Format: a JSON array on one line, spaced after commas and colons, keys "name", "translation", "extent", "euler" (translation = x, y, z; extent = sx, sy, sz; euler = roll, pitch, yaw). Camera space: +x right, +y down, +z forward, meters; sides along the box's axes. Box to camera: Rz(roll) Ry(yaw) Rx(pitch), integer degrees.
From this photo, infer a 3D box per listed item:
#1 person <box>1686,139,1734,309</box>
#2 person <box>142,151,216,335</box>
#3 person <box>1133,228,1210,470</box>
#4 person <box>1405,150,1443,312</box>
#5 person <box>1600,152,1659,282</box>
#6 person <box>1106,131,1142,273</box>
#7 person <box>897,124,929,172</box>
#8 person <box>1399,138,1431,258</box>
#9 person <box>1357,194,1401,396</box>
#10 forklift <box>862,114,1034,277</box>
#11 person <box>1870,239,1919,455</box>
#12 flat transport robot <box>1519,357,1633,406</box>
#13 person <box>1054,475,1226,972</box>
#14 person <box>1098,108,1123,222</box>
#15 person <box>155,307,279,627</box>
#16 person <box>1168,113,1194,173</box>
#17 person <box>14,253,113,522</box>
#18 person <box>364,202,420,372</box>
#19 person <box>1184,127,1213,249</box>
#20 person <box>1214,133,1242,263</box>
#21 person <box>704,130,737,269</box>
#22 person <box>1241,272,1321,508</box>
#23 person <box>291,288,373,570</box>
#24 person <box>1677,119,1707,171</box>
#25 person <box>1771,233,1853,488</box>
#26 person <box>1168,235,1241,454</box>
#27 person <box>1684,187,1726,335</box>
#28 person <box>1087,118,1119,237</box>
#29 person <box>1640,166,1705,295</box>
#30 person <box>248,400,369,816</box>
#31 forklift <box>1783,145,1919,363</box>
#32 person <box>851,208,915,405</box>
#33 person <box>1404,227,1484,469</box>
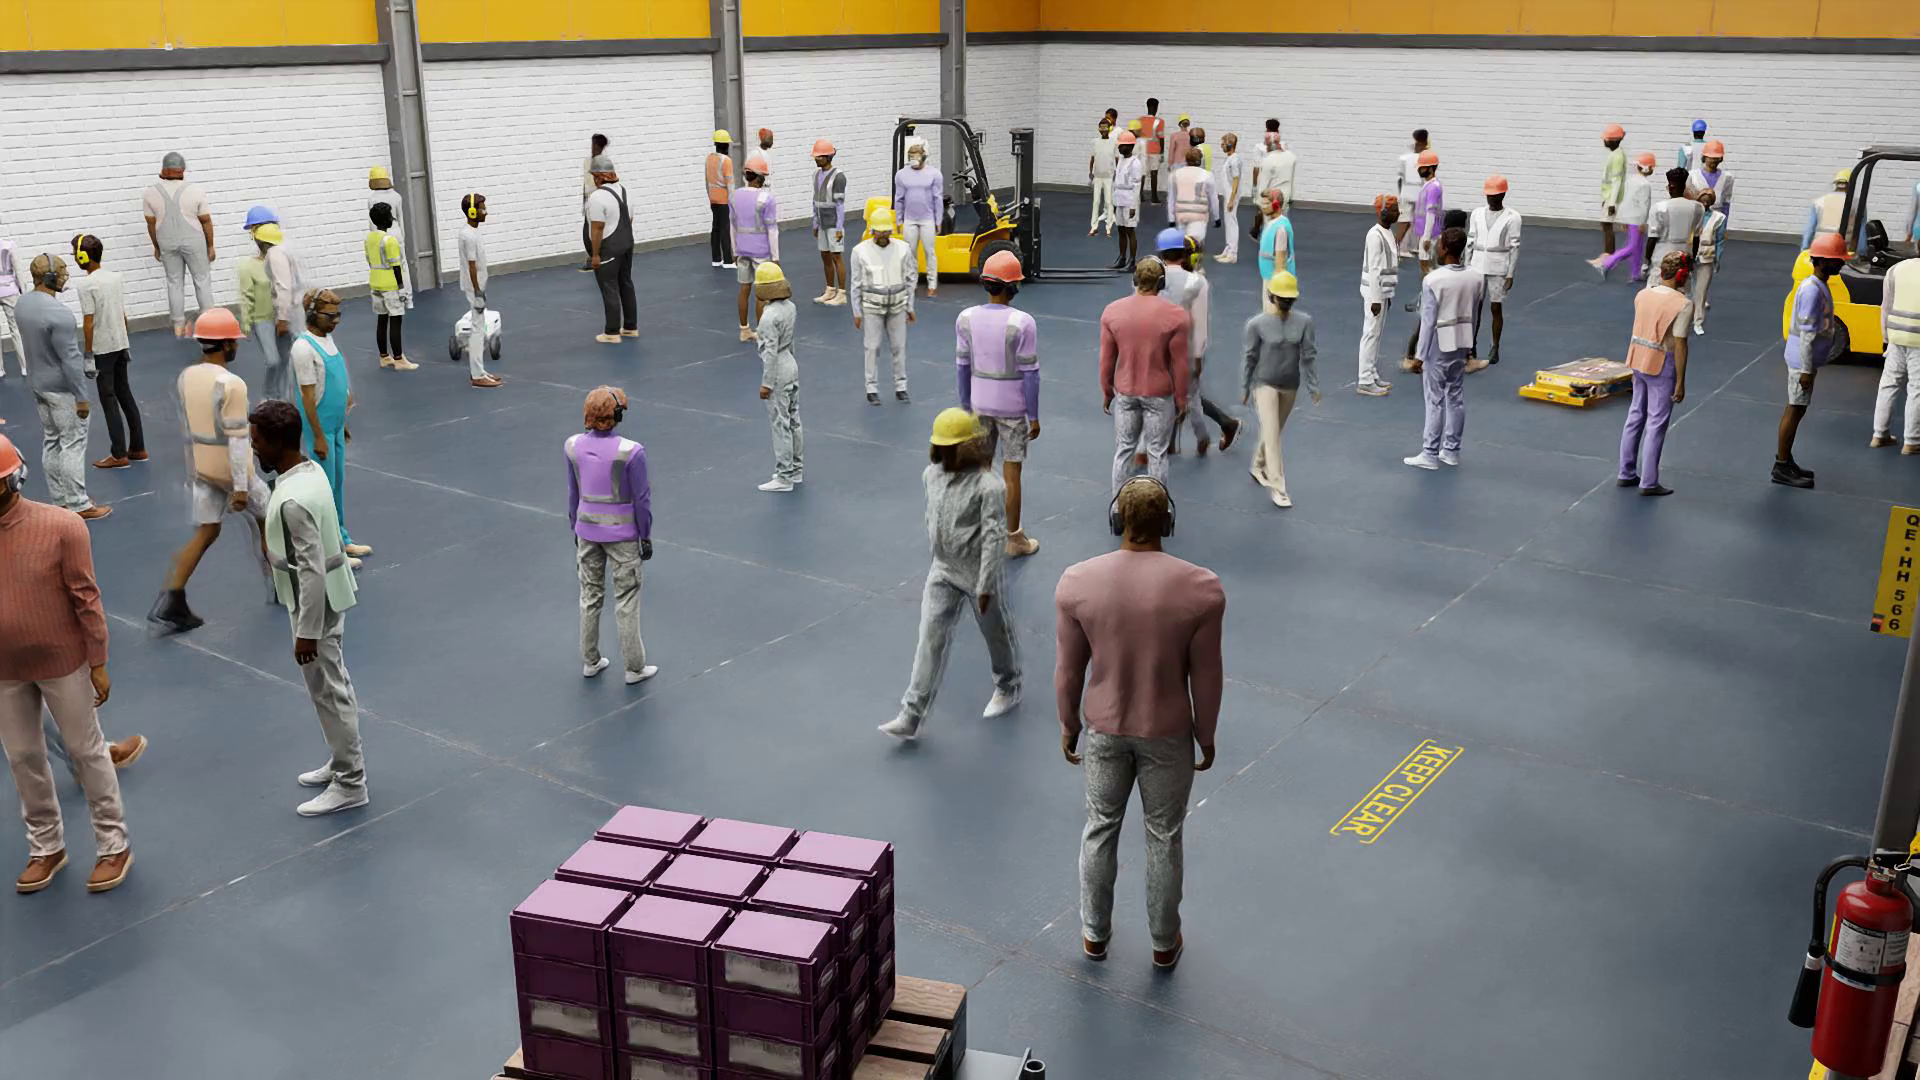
[{"name": "person", "translation": [9.036, -3.822, 20.210], "extent": [0.615, 2.040, 0.391], "euler": [1, 18, 4]}, {"name": "person", "translation": [-8.711, -3.334, 18.684], "extent": [0.688, 2.000, 0.536], "euler": [-3, 18, -9]}, {"name": "person", "translation": [1.698, -1.532, 13.311], "extent": [0.627, 1.897, 0.814], "euler": [7, 19, 20]}, {"name": "person", "translation": [5.603, -3.717, 20.070], "extent": [0.390, 1.929, 0.546], "euler": [3, 18, 11]}, {"name": "person", "translation": [8.961, -4.283, 22.160], "extent": [0.700, 1.731, 0.570], "euler": [1, 18, 3]}, {"name": "person", "translation": [2.289, -4.678, 23.054], "extent": [0.356, 1.939, 0.543], "euler": [-8, 20, -24]}, {"name": "person", "translation": [-0.789, -5.785, 26.532], "extent": [0.587, 1.930, 0.361], "euler": [-5, 18, -15]}, {"name": "person", "translation": [6.785, -5.029, 24.470], "extent": [0.719, 1.737, 0.539], "euler": [-5, 19, -16]}, {"name": "person", "translation": [3.984, -2.326, 15.784], "extent": [0.355, 1.885, 0.575], "euler": [7, 19, 21]}, {"name": "forklift", "translation": [-0.171, -4.594, 22.377], "extent": [2.313, 2.155, 1.214], "euler": [1, 18, 3]}, {"name": "person", "translation": [7.860, -1.625, 13.665], "extent": [0.429, 1.843, 0.625], "euler": [-8, 19, -24]}, {"name": "flat transport robot", "translation": [6.014, -1.525, 15.888], "extent": [1.431, 0.197, 0.652], "euler": [-16, 23, -40]}, {"name": "person", "translation": [0.661, 0.703, 6.239], "extent": [0.625, 1.933, 0.376], "euler": [4, 18, 13]}, {"name": "person", "translation": [2.601, -6.432, 28.576], "extent": [0.383, 1.919, 0.598], "euler": [-9, 20, -27]}, {"name": "person", "translation": [-4.395, -0.426, 9.859], "extent": [0.550, 1.887, 0.994], "euler": [9, 20, 27]}, {"name": "person", "translation": [3.980, -6.730, 29.773], "extent": [0.531, 1.755, 0.343], "euler": [-3, 18, -10]}, {"name": "person", "translation": [-6.365, -1.063, 11.773], "extent": [0.636, 1.928, 0.383], "euler": [12, 22, 34]}, {"name": "person", "translation": [-5.769, -2.549, 16.787], "extent": [0.535, 1.697, 0.318], "euler": [15, 23, 38]}, {"name": "person", "translation": [3.566, -5.310, 25.192], "extent": [0.429, 1.842, 0.626], "euler": [9, 20, 26]}, {"name": "person", "translation": [3.884, -4.913, 23.949], "extent": [0.345, 1.840, 0.505], "euler": [1, 18, 2]}, {"name": "person", "translation": [-3.344, -4.798, 23.446], "extent": [0.366, 1.926, 0.594], "euler": [-16, 24, -41]}, {"name": "person", "translation": [2.373, -1.154, 12.405], "extent": [0.537, 1.713, 0.923], "euler": [-4, 18, -13]}, {"name": "person", "translation": [-4.119, -0.722, 10.842], "extent": [0.345, 1.839, 0.506], "euler": [-1, 18, -2]}, {"name": "person", "translation": [11.117, -5.378, 25.230], "extent": [0.617, 1.943, 0.395], "euler": [-1, 18, -3]}, {"name": "person", "translation": [6.507, -1.377, 12.730], "extent": [0.362, 1.938, 0.545], "euler": [9, 20, 26]}, {"name": "person", "translation": [1.909, -1.558, 13.478], "extent": [0.733, 1.840, 0.555], "euler": [-4, 18, -13]}, {"name": "person", "translation": [8.292, -3.138, 18.721], "extent": [0.511, 1.640, 0.308], "euler": [6, 19, 18]}, {"name": "person", "translation": [2.314, -5.824, 26.749], "extent": [0.520, 1.873, 0.328], "euler": [5, 19, 16]}, {"name": "person", "translation": [7.534, -2.963, 17.658], "extent": [0.602, 1.959, 0.371], "euler": [-1, 18, -5]}, {"name": "person", "translation": [-2.912, 0.302, 7.514], "extent": [0.371, 1.915, 0.595], "euler": [-6, 19, -17]}, {"name": "forklift", "translation": [9.803, -2.879, 17.013], "extent": [2.313, 2.155, 1.214], "euler": [12, 21, 33]}, {"name": "person", "translation": [-0.704, -2.151, 15.345], "extent": [0.605, 1.818, 0.403], "euler": [-6, 19, -17]}, {"name": "person", "translation": [3.850, -1.513, 13.183], "extent": [0.591, 1.922, 0.392], "euler": [-11, 21, -30]}]
